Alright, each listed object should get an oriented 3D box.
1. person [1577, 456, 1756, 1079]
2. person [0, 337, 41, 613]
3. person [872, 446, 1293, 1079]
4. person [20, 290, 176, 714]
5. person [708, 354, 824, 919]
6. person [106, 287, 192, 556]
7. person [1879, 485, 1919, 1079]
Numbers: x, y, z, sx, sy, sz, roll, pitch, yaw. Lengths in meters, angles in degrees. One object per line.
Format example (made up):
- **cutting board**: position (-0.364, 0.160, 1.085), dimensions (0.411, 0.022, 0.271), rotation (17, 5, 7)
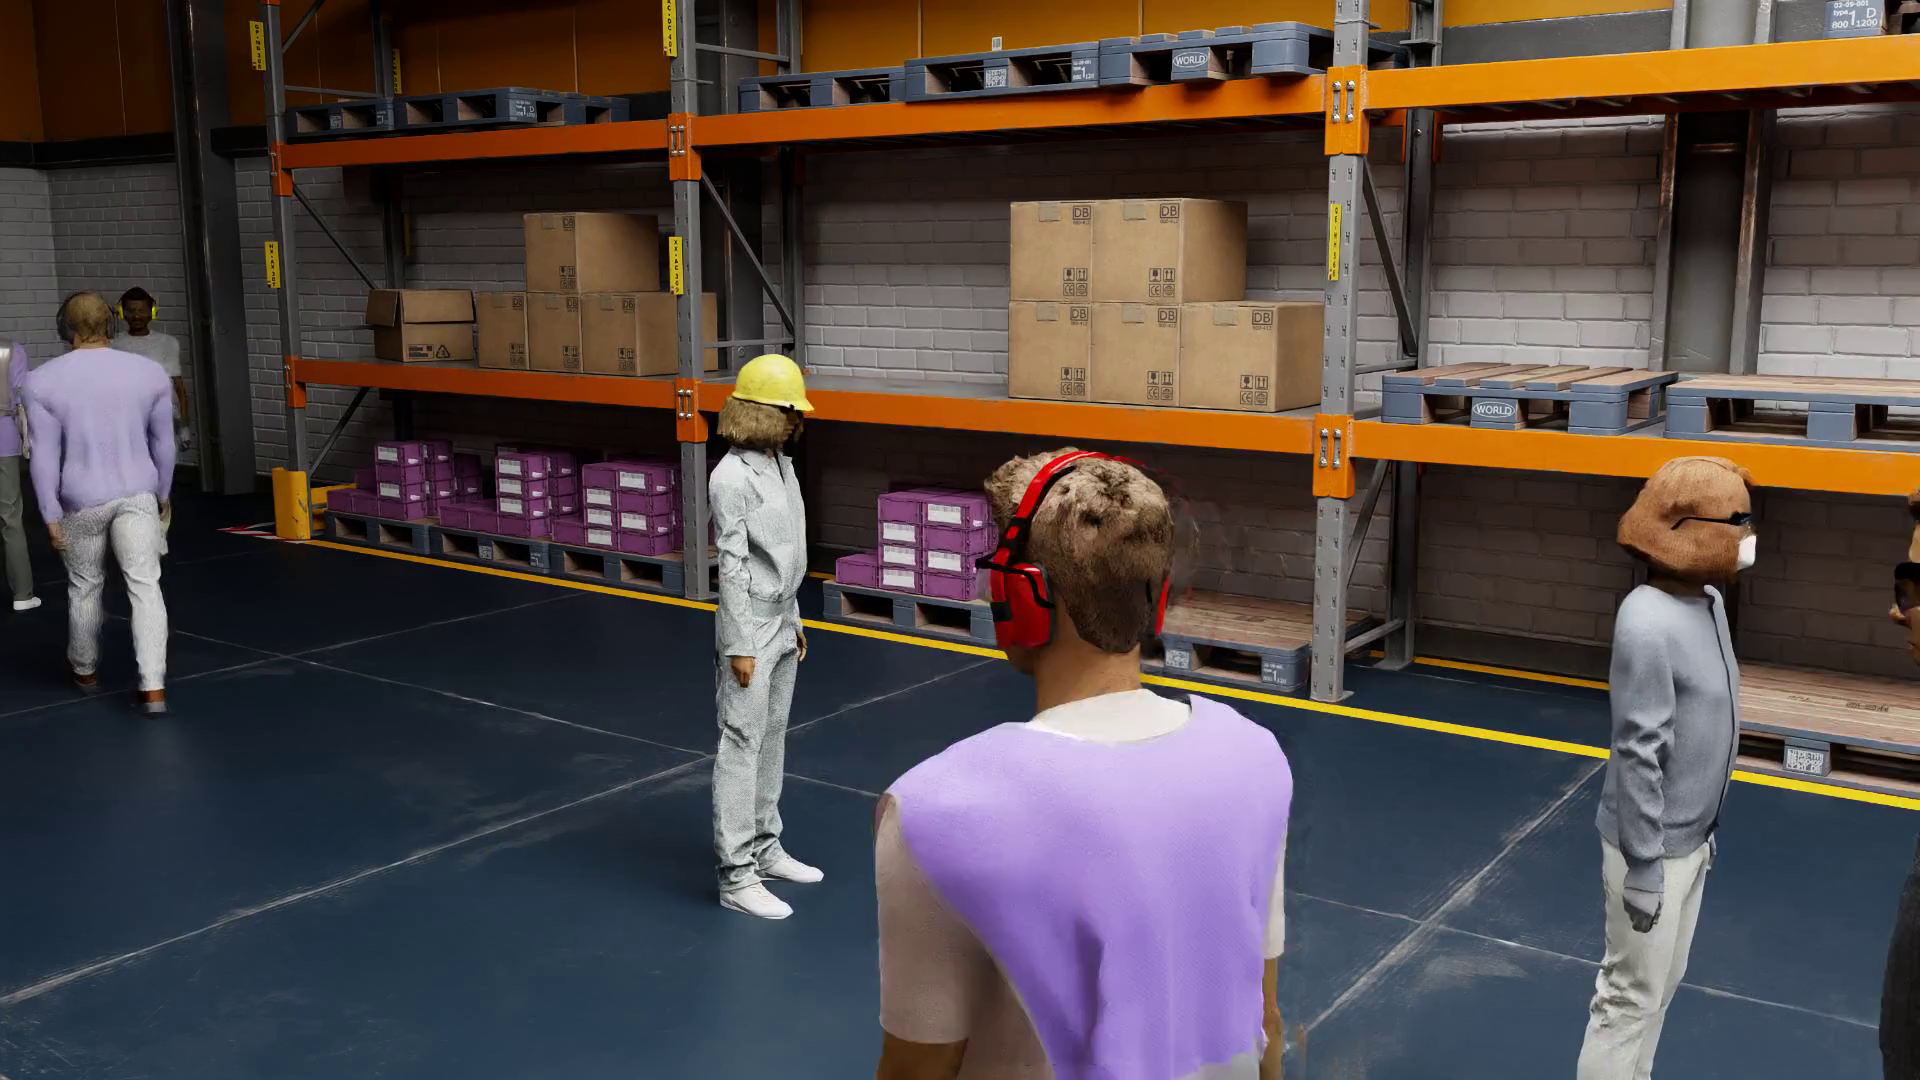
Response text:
- **person**: position (1.473, 0.635, 3.468), dimensions (0.278, 1.632, 0.507), rotation (7, 12, 35)
- **person**: position (-5.582, -0.521, 9.472), dimensions (0.588, 1.930, 0.359), rotation (-5, 11, -26)
- **person**: position (0.191, 0.813, 1.849), dimensions (0.583, 1.821, 0.750), rotation (-9, 13, -42)
- **person**: position (-3.881, -0.176, 7.558), dimensions (0.628, 1.892, 1.037), rotation (-7, 12, -35)
- **person**: position (-0.598, 0.290, 5.211), dimensions (0.305, 1.739, 0.484), rotation (3, 10, 15)
- **person**: position (-5.478, -0.766, 11.191), dimensions (0.550, 1.835, 0.858), rotation (-4, 10, -20)
- **person**: position (1.201, 0.811, 1.869), dimensions (0.477, 1.824, 0.515), rotation (7, 12, 37)
